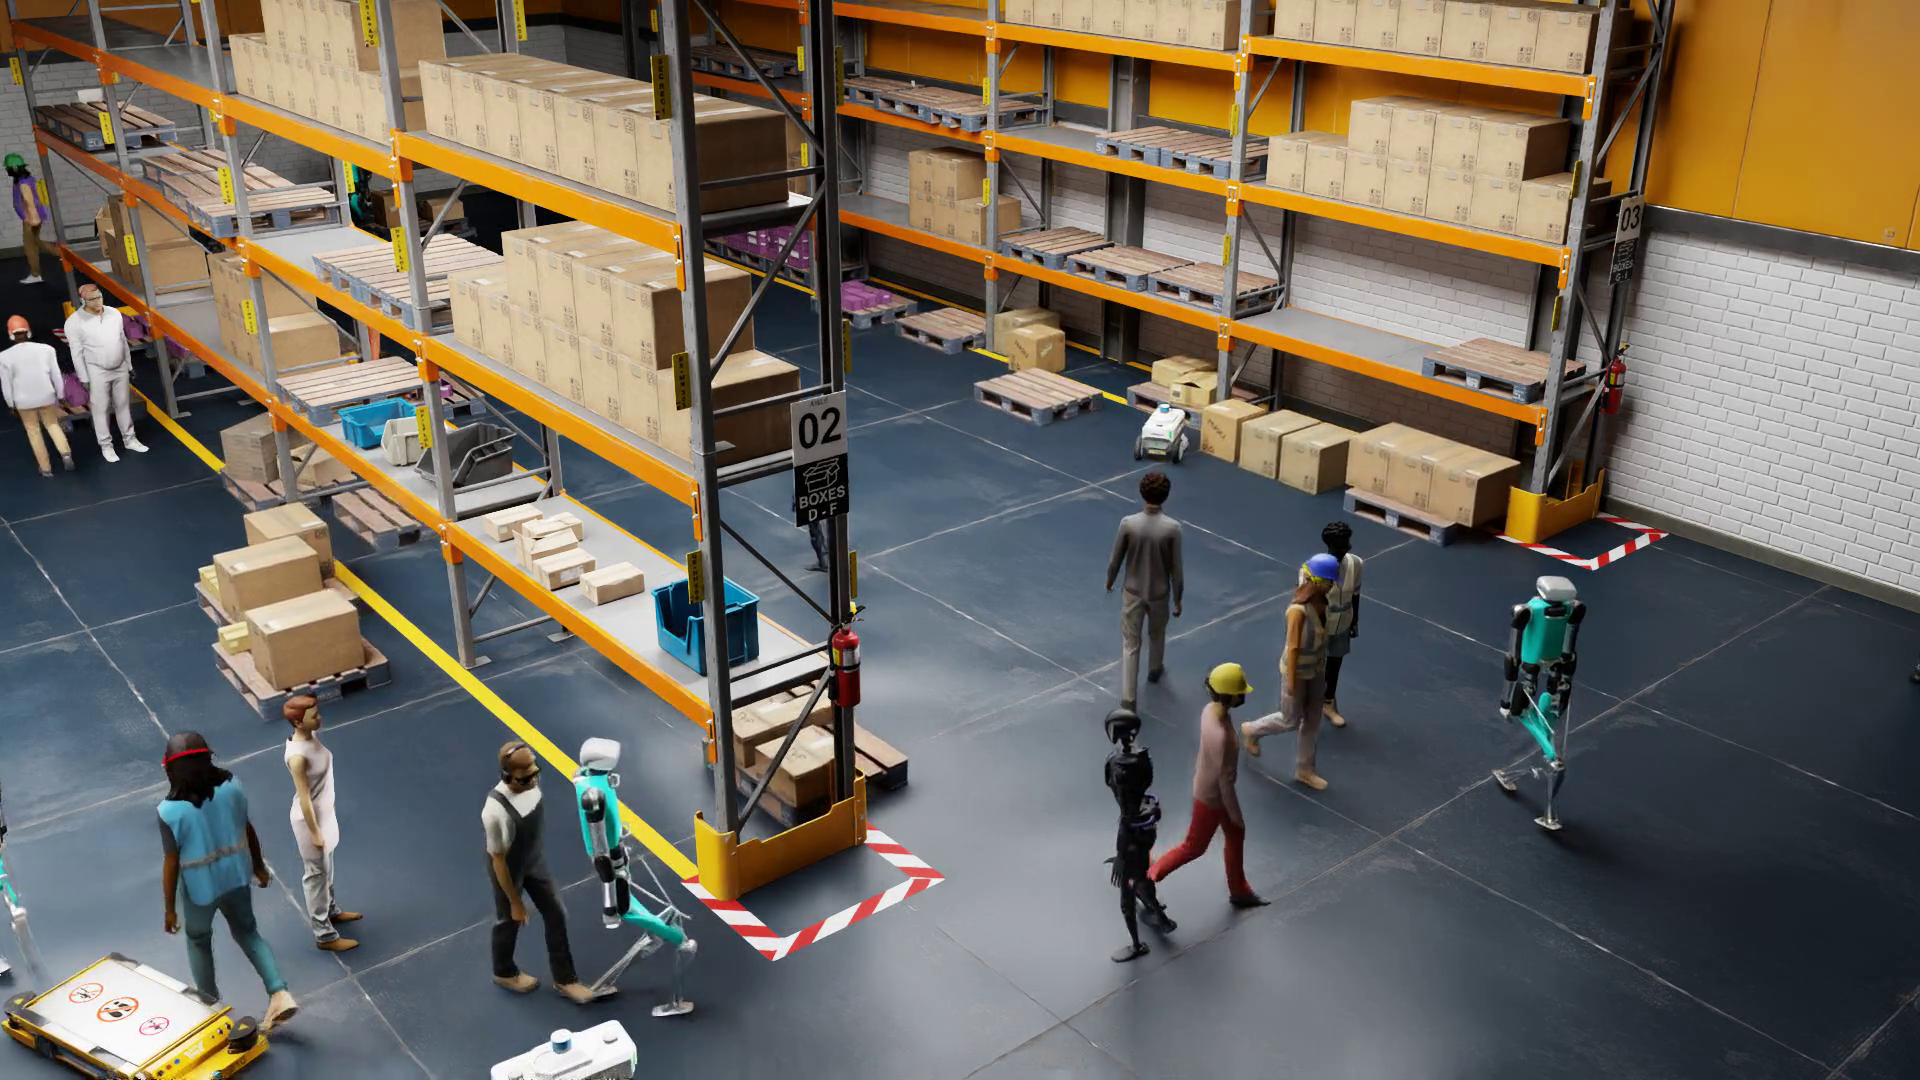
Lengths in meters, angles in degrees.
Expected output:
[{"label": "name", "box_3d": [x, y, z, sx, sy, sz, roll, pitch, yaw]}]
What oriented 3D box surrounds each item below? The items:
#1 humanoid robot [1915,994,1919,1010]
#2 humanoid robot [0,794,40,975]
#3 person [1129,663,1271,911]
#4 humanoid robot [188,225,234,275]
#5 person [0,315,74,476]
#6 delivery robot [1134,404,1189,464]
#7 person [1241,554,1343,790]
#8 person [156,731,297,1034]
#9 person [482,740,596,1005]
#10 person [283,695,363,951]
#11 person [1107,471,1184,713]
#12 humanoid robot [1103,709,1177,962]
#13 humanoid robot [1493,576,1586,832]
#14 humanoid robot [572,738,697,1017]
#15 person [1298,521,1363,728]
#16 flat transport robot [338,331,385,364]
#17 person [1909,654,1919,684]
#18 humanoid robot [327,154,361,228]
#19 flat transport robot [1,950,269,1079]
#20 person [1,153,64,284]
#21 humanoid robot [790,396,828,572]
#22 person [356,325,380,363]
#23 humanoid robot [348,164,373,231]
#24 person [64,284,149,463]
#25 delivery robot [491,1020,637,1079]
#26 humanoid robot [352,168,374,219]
[{"label": "humanoid robot", "box_3d": [5.787, 1.945, 9.383, 0.585, 1.651, 0.387, 12, 26, 25]}, {"label": "humanoid robot", "box_3d": [-5.684, 1.857, 9.621, 0.742, 1.881, 0.546, 18, 29, 36]}, {"label": "person", "box_3d": [1.505, 1.538, 10.245, 0.856, 1.736, 0.517, 4, 24, 8]}, {"label": "humanoid robot", "box_3d": [-10.346, -3.947, 23.069, 0.591, 1.618, 0.820, -16, 28, -33]}, {"label": "person", "box_3d": [-9.559, -1.470, 17.200, 0.566, 1.733, 0.452, -21, 31, -39]}, {"label": "delivery robot", "box_3d": [2.201, -1.148, 17.965, 0.521, 0.614, 0.785, 8, 24, 17]}, {"label": "person", "box_3d": [2.364, 0.890, 11.709, 0.477, 1.753, 0.625, -20, 31, -39]}, {"label": "person", "box_3d": [-4.112, 1.932, 9.202, 0.769, 1.841, 0.629, 19, 30, 37]}, {"label": "person", "box_3d": [-2.446, 1.883, 9.361, 0.771, 1.788, 0.526, 10, 25, 22]}, {"label": "person", "box_3d": [-3.853, 1.680, 9.993, 0.284, 1.661, 0.449, -5, 24, -10]}, {"label": "person", "box_3d": [1.424, 0.363, 12.808, 0.580, 1.852, 0.906, 3, 23, 6]}, {"label": "humanoid robot", "box_3d": [1.072, 1.738, 9.853, 0.475, 1.645, 0.614, 6, 24, 14]}, {"label": "humanoid robot", "box_3d": [3.994, 1.153, 11.177, 0.550, 1.754, 1.053, -6, 24, -14]}, {"label": "humanoid robot", "box_3d": [-1.788, 1.916, 9.378, 0.894, 1.782, 0.576, -4, 24, -10]}, {"label": "person", "box_3d": [2.733, 0.635, 12.374, 0.533, 1.693, 0.320, -8, 25, -19]}, {"label": "flat transport robot", "box_3d": [-7.904, -2.378, 21.151, 0.659, 0.231, 1.431, -21, 31, -39]}, {"label": "person", "box_3d": [7.812, 0.262, 12.954, 0.546, 1.926, 0.388, 14, 27, 29]}, {"label": "humanoid robot", "box_3d": [-10.160, -5.914, 27.576, 0.603, 1.634, 0.547, 4, 24, 10]}, {"label": "flat transport robot", "box_3d": [-4.632, 2.736, 9.307, 1.431, 0.231, 0.659, 13, 26, 27]}, {"label": "person", "box_3d": [-13.725, -4.786, 24.658, 0.715, 1.909, 0.548, -15, 27, -30]}, {"label": "humanoid robot", "box_3d": [-1.319, -0.499, 15.024, 0.336, 1.651, 0.589, 8, 25, 18]}, {"label": "person", "box_3d": [-7.168, -2.733, 20.097, 0.502, 1.758, 0.339, 15, 27, 31]}, {"label": "humanoid robot", "box_3d": [-9.537, -5.496, 26.523, 0.549, 1.739, 1.000, 9, 25, 20]}, {"label": "person", "box_3d": [-9.099, -1.797, 17.742, 0.411, 1.908, 0.640, 12, 26, 26]}, {"label": "delivery robot", "box_3d": [-2.041, 2.837, 8.732, 0.797, 0.608, 0.499, -15, 27, -30]}, {"label": "humanoid robot", "box_3d": [-10.291, -6.257, 28.112, 0.533, 1.677, 0.734, 7, 24, 16]}]
